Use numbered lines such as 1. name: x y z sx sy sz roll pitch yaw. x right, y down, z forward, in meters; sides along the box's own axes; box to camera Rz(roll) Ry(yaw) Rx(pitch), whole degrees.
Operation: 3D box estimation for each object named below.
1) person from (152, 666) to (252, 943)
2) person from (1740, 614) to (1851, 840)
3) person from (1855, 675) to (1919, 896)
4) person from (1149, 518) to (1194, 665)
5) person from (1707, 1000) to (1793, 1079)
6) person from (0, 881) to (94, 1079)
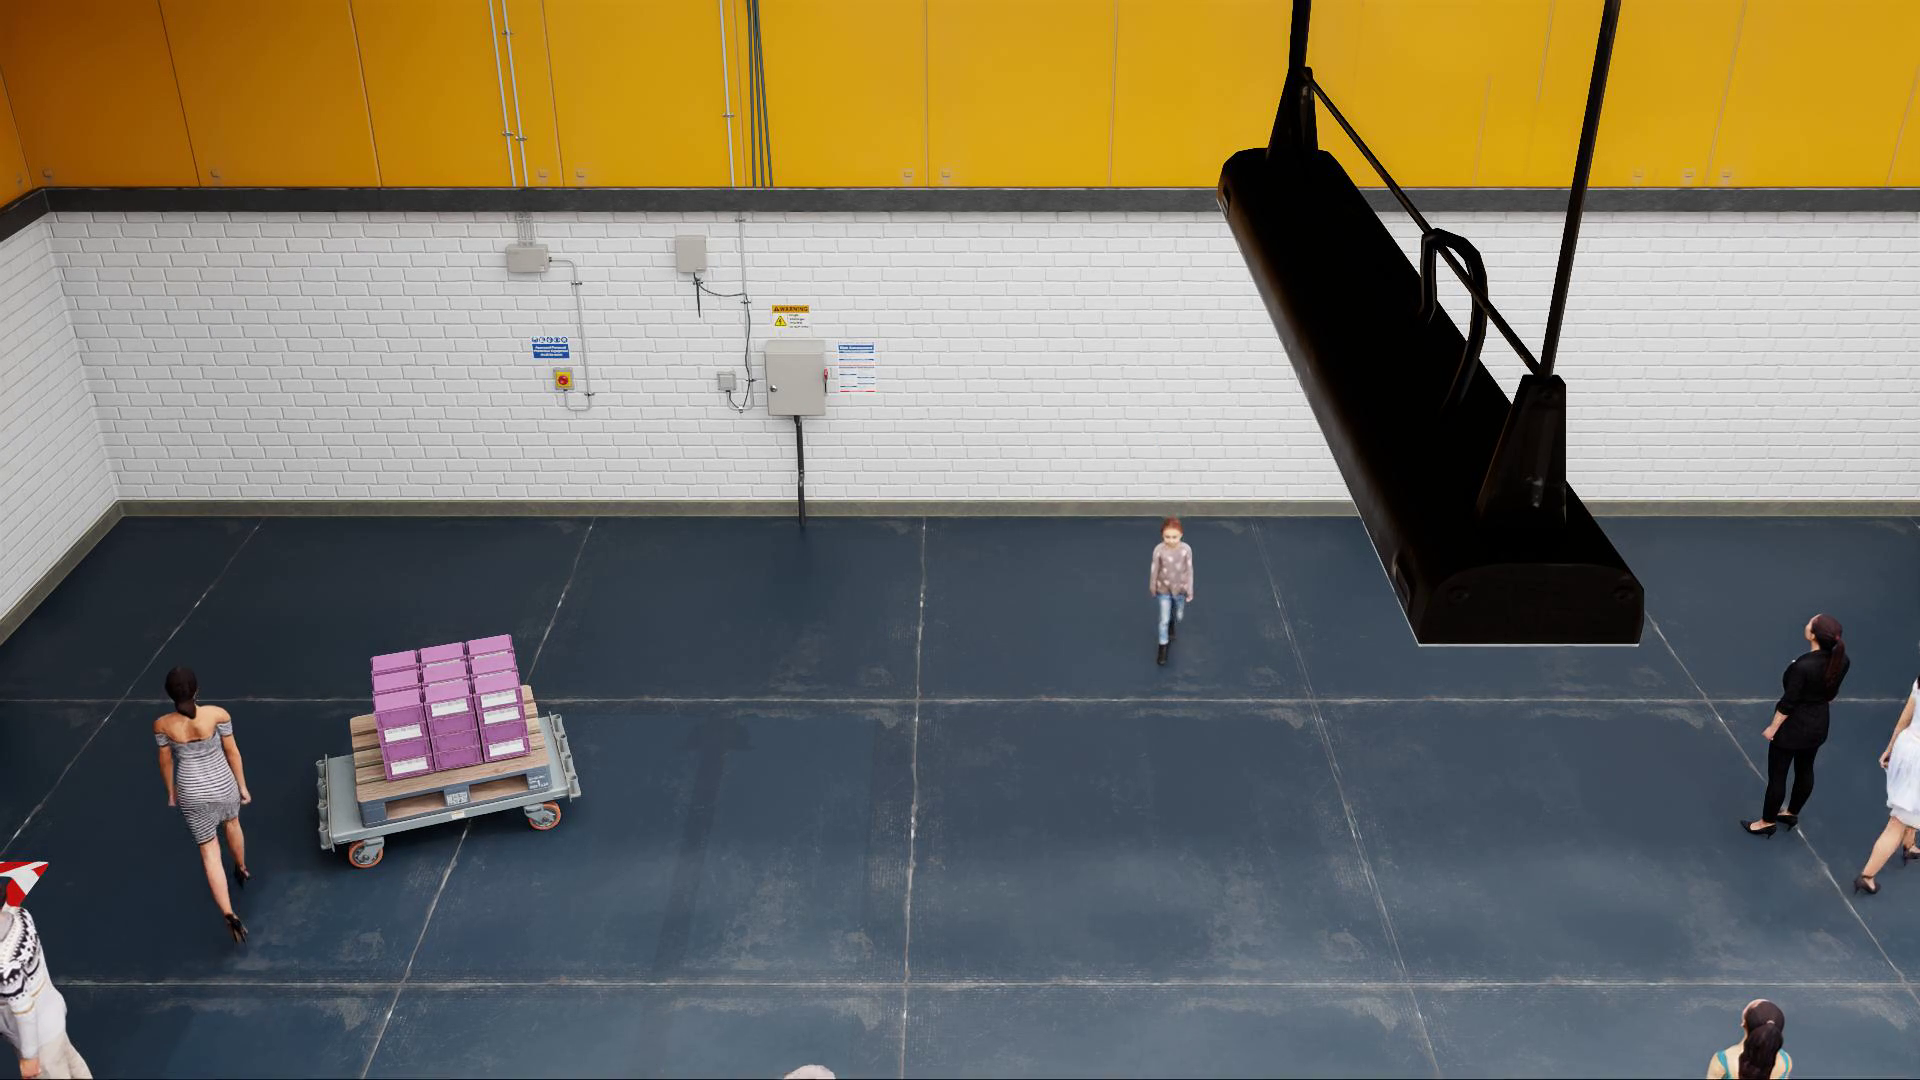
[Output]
1. person: -4.489 1.605 9.938 0.889 1.780 1.140 -12 31 -21
2. person: 5.443 1.216 10.774 0.671 1.662 0.670 -10 30 -18
3. person: 5.818 1.459 10.196 0.982 1.787 1.045 -13 31 -23
4. person: 1.640 0.347 12.865 0.483 1.184 0.724 1 29 2
5. person: 3.616 2.805 7.836 0.539 1.687 0.479 0 29 -1
6. person: -4.645 2.420 8.359 0.817 1.861 0.658 -11 31 -20
